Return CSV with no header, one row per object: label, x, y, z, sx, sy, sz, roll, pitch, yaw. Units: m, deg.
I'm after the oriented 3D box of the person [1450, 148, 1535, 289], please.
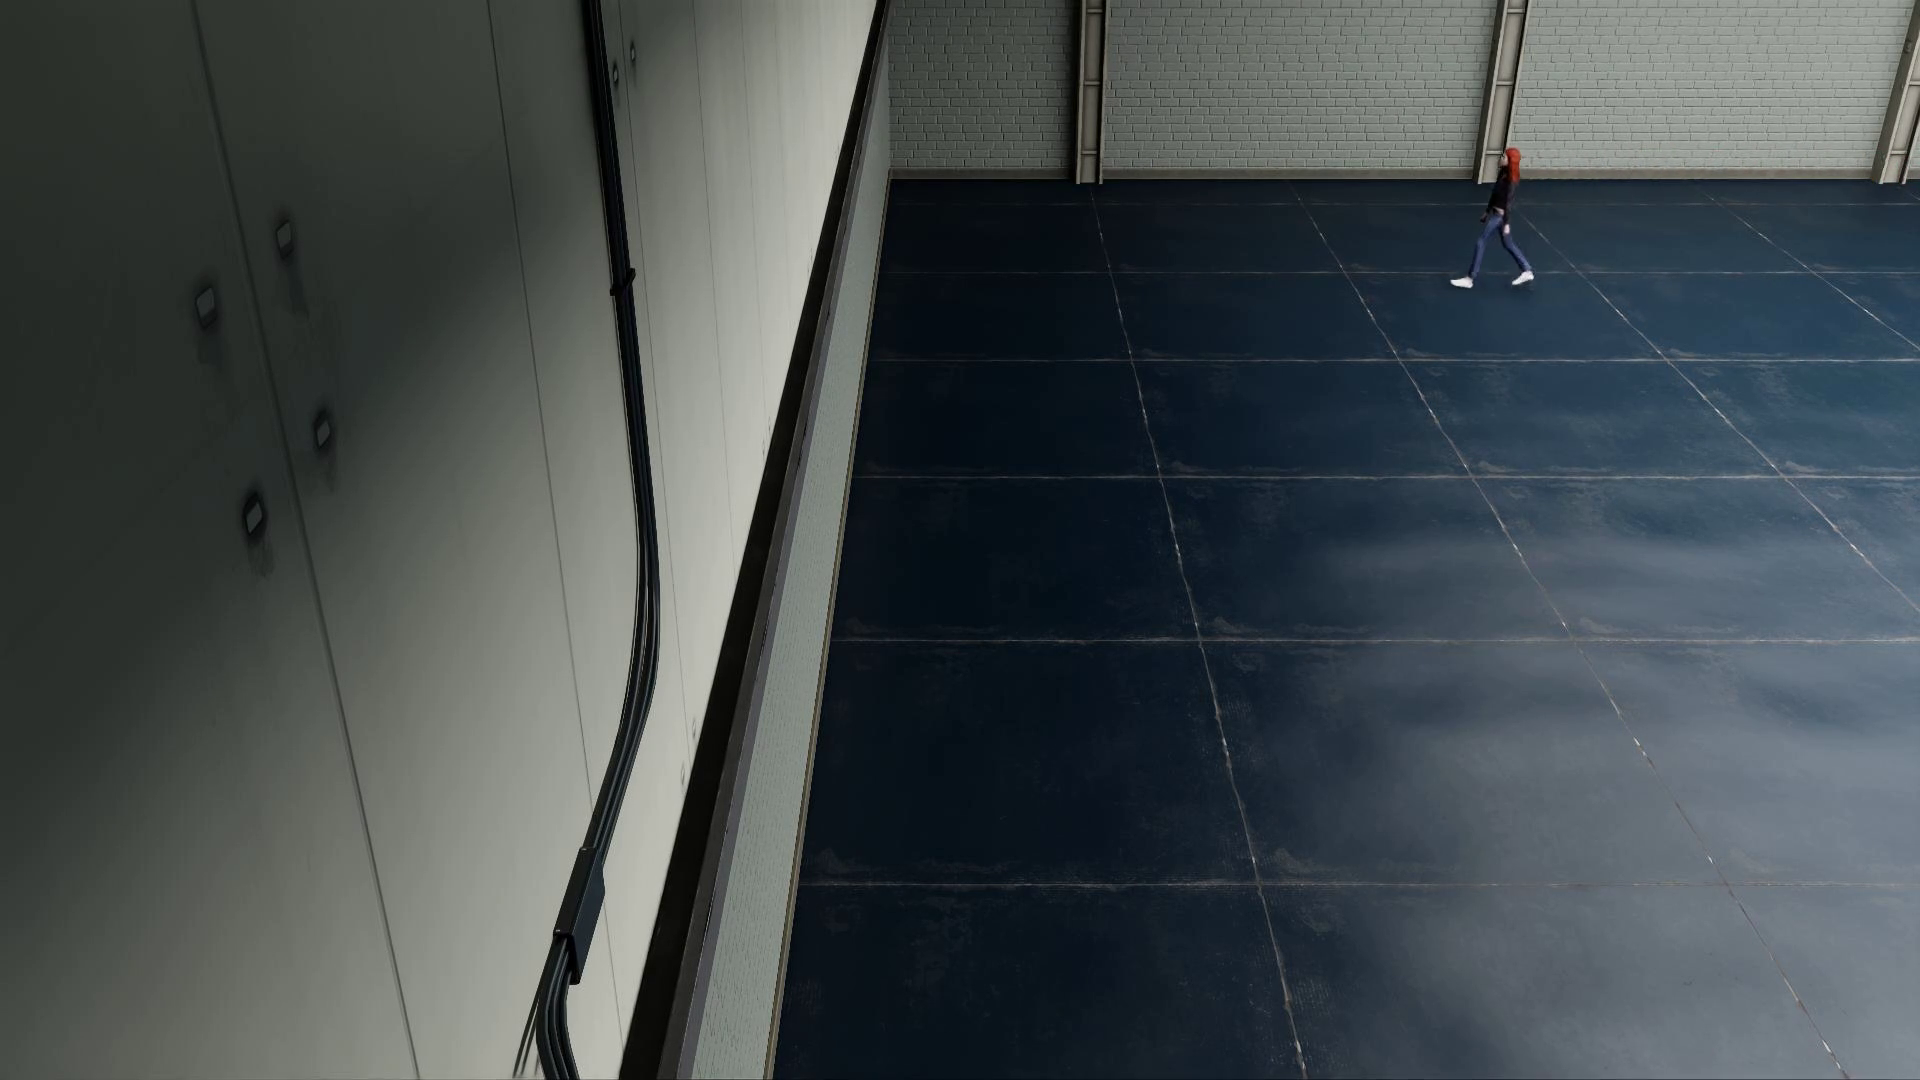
person,6.682,-3.887,20.287,1.259,1.746,0.664,3,28,5
